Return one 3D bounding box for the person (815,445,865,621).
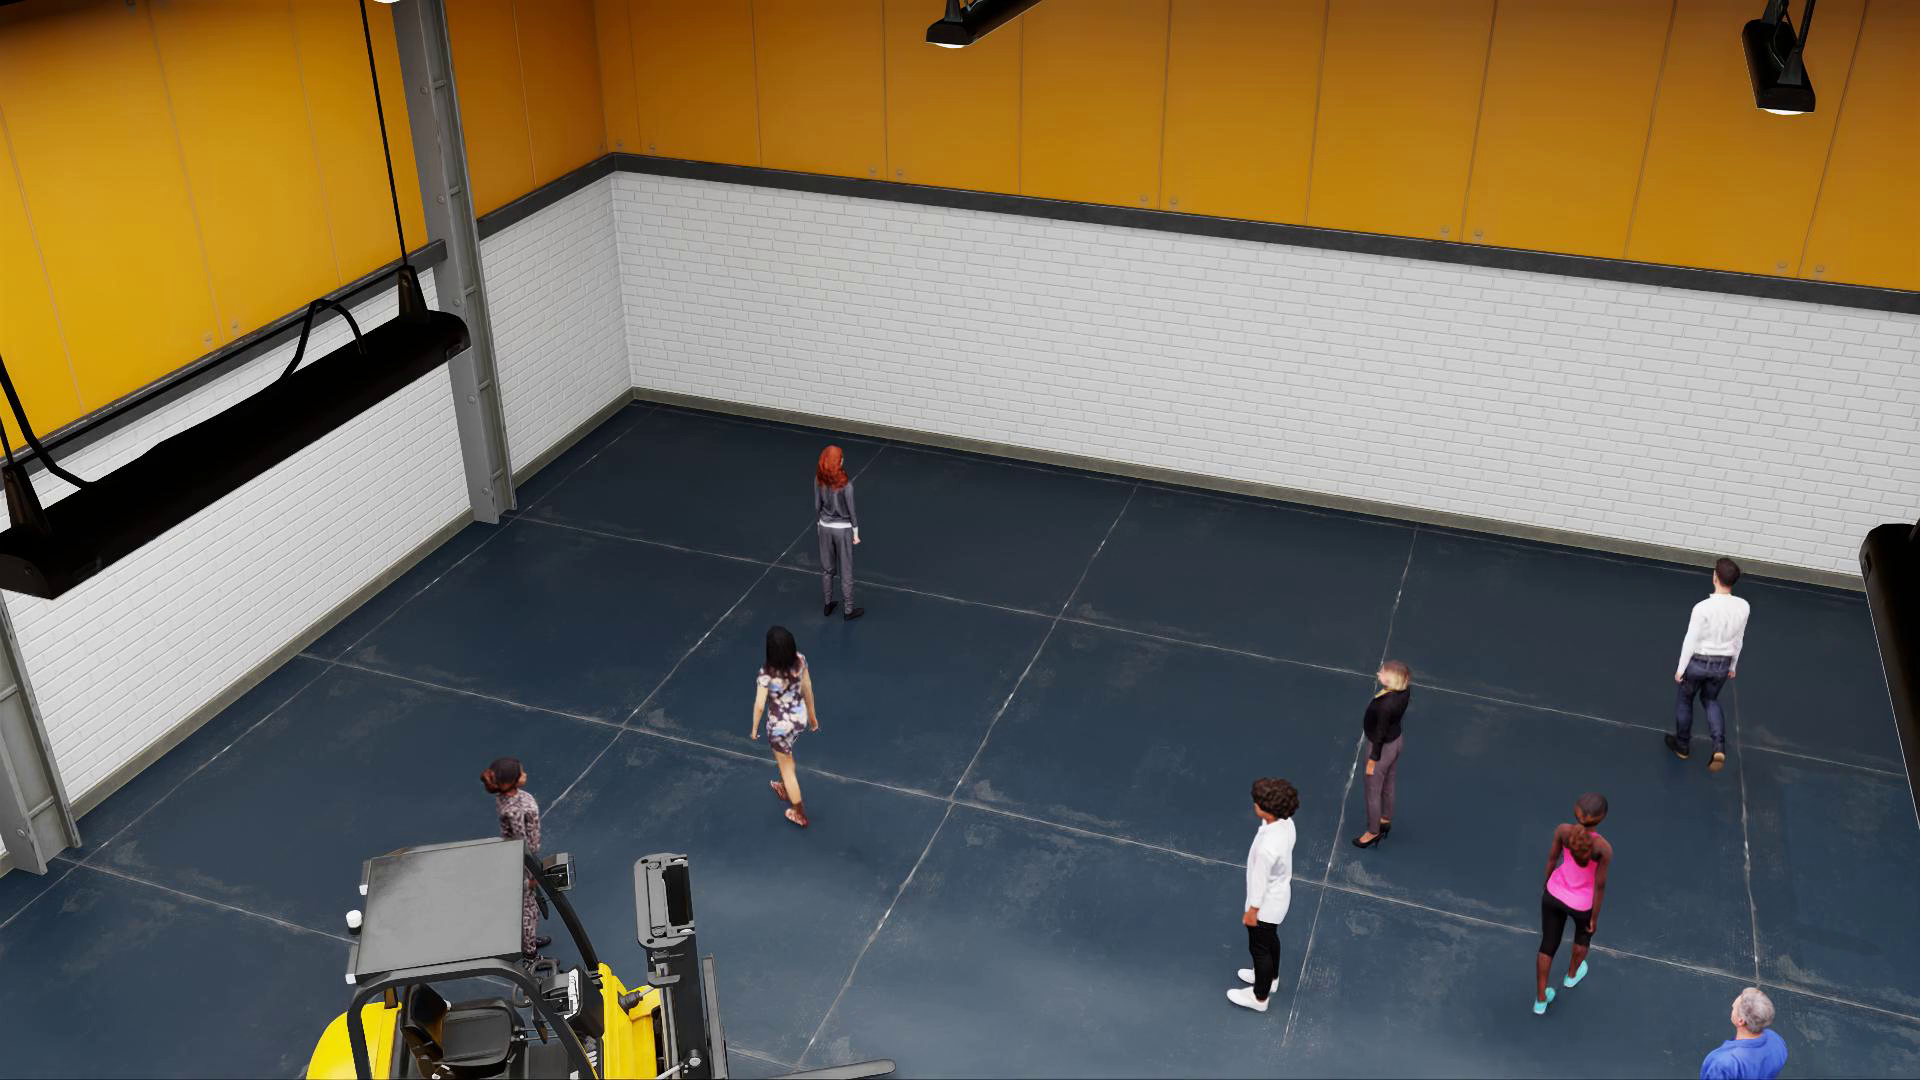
[{"bbox_3d":[-1.147,-0.071,15.464,0.598,1.780,0.536,14,32,24],"label":"person"}]

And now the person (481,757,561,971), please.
[{"bbox_3d":[-3.004,2.196,11.377,0.735,1.714,0.673,-12,31,-21],"label":"person"}]

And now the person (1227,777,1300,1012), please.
[{"bbox_3d":[2.042,2.343,11.010,0.674,1.807,0.485,11,30,19],"label":"person"}]

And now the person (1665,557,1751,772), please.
[{"bbox_3d":[6.029,1.056,13.327,0.881,1.847,1.059,-2,29,-3],"label":"person"}]

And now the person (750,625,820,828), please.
[{"bbox_3d":[-1.283,1.459,12.730,0.910,1.711,0.916,-24,37,-37],"label":"person"}]

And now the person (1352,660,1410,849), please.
[{"bbox_3d":[3.217,1.599,12.516,0.722,1.669,0.549,22,35,34],"label":"person"}]

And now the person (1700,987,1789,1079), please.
[{"bbox_3d":[4.280,3.269,9.294,0.753,1.825,0.836,-15,32,-25],"label":"person"}]

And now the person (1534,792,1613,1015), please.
[{"bbox_3d":[3.981,2.431,10.956,0.758,1.703,0.924,22,35,34],"label":"person"}]
